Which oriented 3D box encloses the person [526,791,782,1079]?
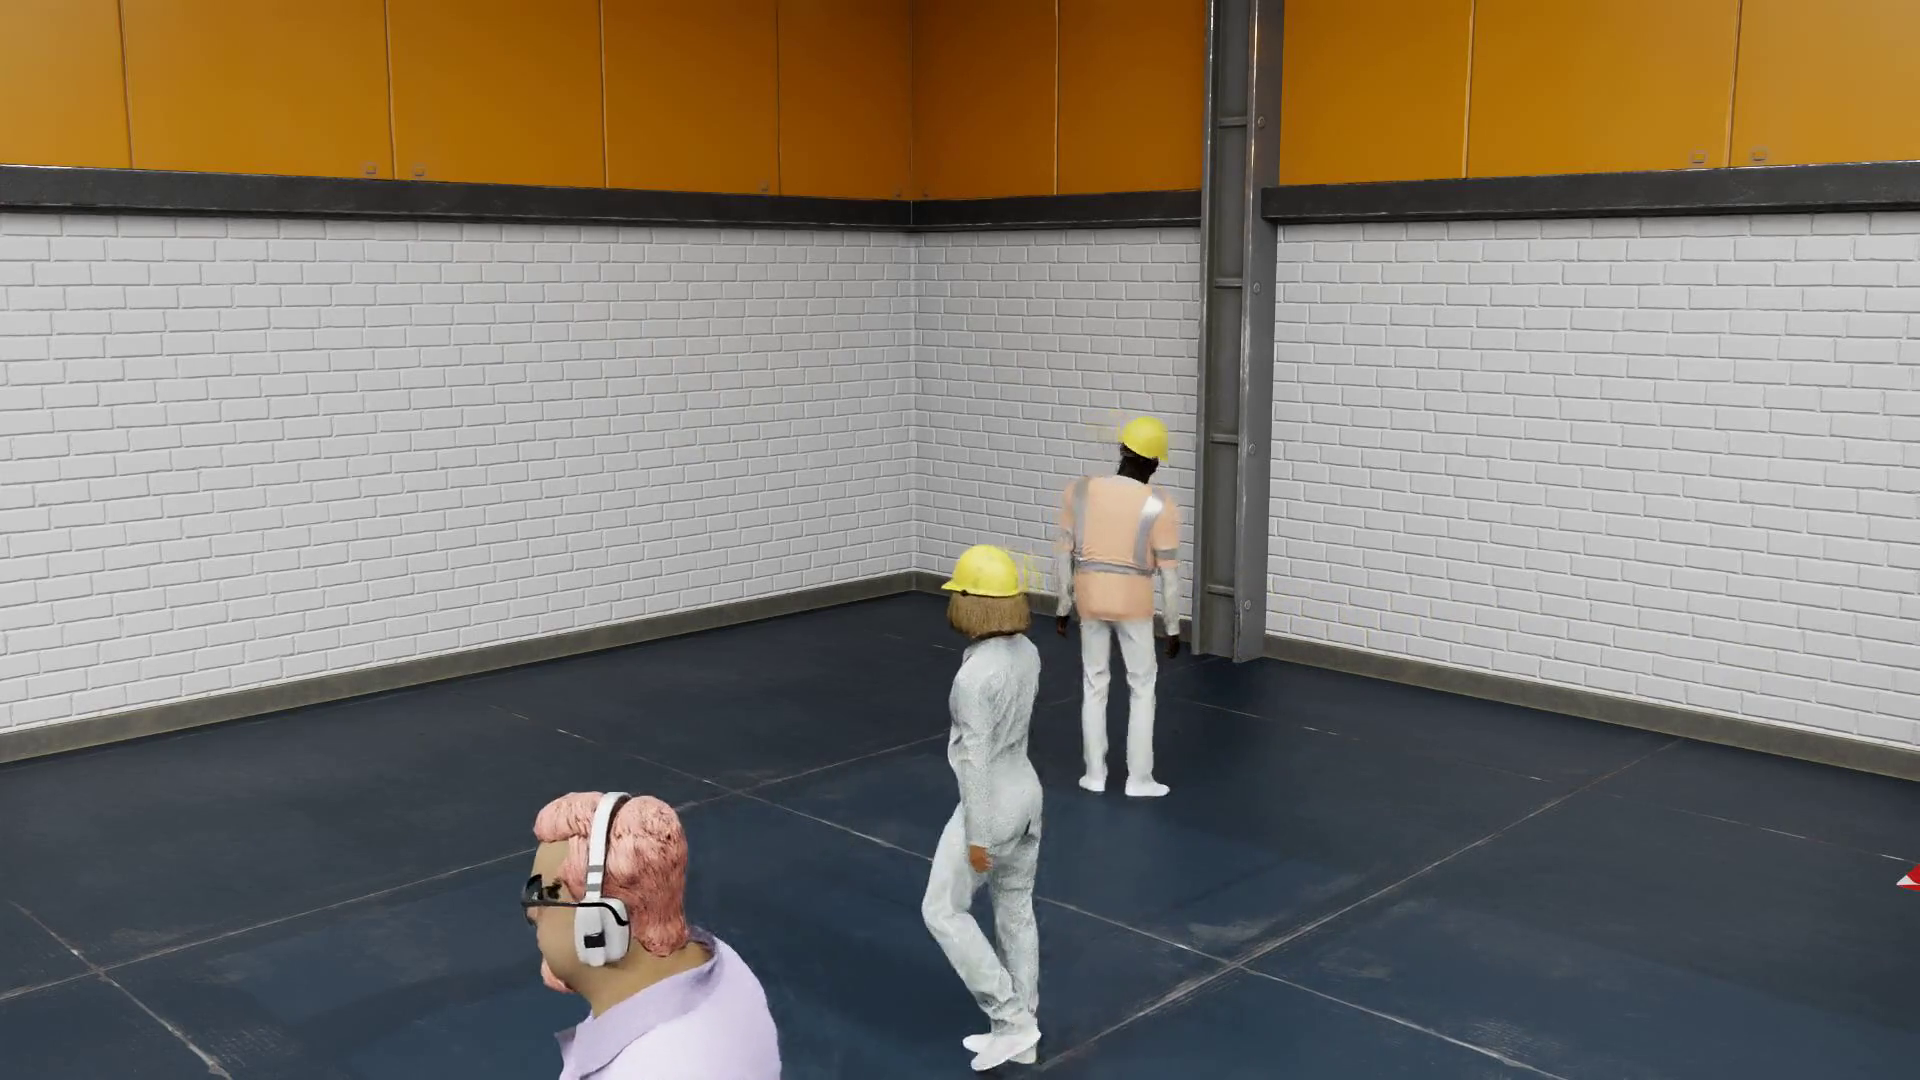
[{"bbox_3d":[-0.544,1.280,2.535,1.012,1.853,0.654,1,9,5],"label":"person"}]

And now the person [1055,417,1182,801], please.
[{"bbox_3d":[0.774,0.355,8.165,0.636,1.887,0.386,3,10,20],"label":"person"}]

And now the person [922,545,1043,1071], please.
[{"bbox_3d":[0.100,0.873,5.392,0.381,1.733,0.482,5,11,30],"label":"person"}]
